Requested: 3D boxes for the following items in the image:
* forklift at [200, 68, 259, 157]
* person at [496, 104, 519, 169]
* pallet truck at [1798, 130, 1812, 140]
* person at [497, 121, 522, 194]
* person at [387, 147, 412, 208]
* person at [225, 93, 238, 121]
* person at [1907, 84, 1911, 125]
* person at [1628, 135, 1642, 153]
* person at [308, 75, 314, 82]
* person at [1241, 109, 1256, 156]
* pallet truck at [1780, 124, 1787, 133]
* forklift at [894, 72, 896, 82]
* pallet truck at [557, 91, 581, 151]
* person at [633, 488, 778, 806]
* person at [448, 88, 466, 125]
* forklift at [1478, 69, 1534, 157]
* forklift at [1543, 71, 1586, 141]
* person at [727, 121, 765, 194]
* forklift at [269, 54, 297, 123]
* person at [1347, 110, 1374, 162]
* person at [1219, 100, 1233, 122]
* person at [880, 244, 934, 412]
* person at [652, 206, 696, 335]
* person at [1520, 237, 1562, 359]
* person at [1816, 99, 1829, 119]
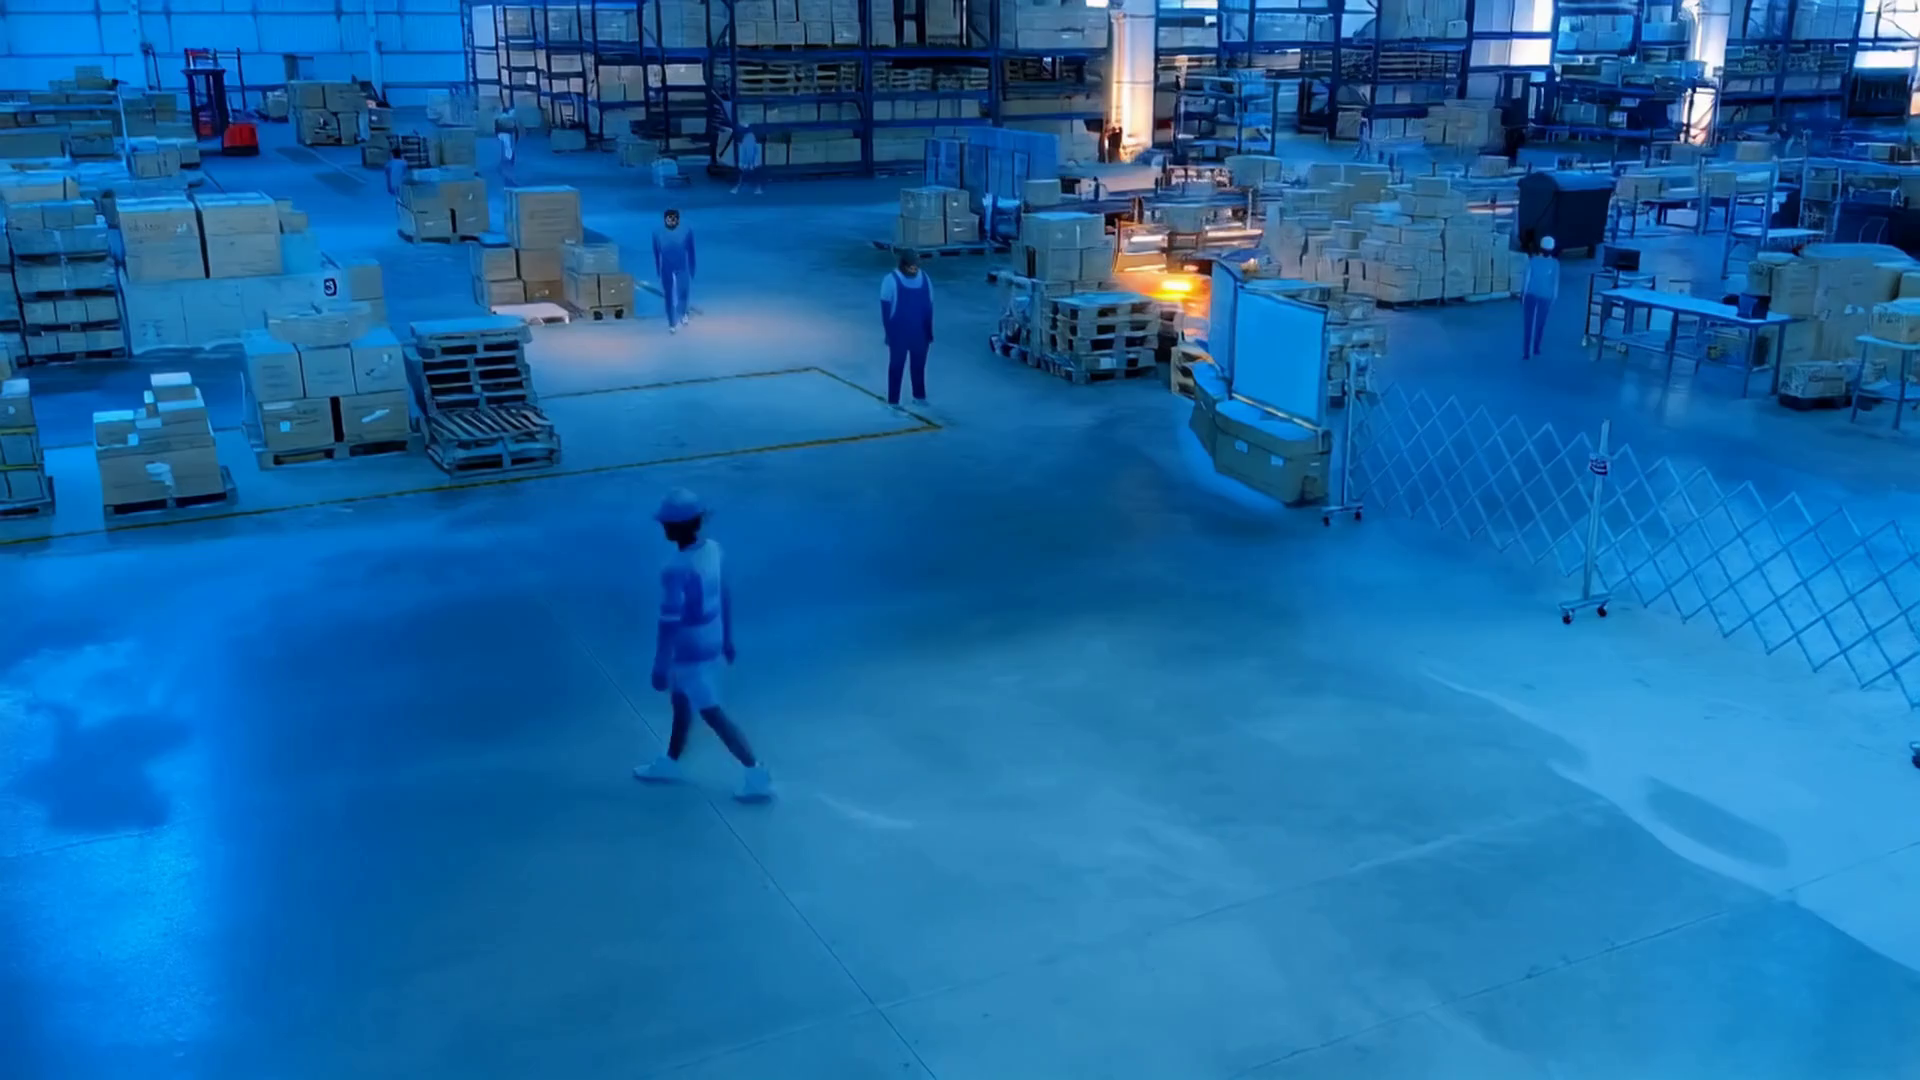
[{"bbox_3d":[-24.373,-14.147,54.938,1.873,2.768,1.129,-9,20,-26],"label":"forklift"},{"bbox_3d":[-13.762,-12.261,50.559,0.613,1.945,0.708,-2,18,-5],"label":"person"},{"bbox_3d":[25.526,-11.556,49.408,1.630,1.274,0.653,-9,20,-26],"label":"pallet truck"},{"bbox_3d":[-11.898,-10.035,43.701,0.618,1.902,0.595,2,18,5],"label":"person"},{"bbox_3d":[-12.874,-8.200,38.346,0.554,1.659,0.797,-2,18,-5],"label":"person"},{"bbox_3d":[-25.058,-14.305,56.986,0.624,1.945,0.734,-3,18,-9],"label":"person"},{"bbox_3d":[39.143,-18.031,68.939,0.503,1.697,0.887,-9,20,-25],"label":"person"},{"bbox_3d":[20.045,-11.754,49.043,0.959,1.900,0.654,5,18,15],"label":"person"},{"bbox_3d":[-28.464,-19.381,72.837,0.936,1.908,0.641,-5,18,-15],"label":"person"},{"bbox_3d":[9.117,-12.870,52.902,0.642,1.648,0.788,2,18,6],"label":"person"},{"bbox_3d":[25.206,-12.542,52.601,1.601,1.201,0.680,0,18,-2],"label":"pallet truck"},{"bbox_3d":[-1.685,-13.187,51.946,1.873,2.768,1.129,-9,20,-26],"label":"forklift"},{"bbox_3d":[-13.495,-14.412,57.188,0.823,1.965,1.885,-3,18,-9],"label":"pallet truck"},{"bbox_3d":[-1.578,0.659,10.212,1.030,2.004,0.633,6,19,17],"label":"person"},{"bbox_3d":[-18.937,-16.116,62.762,0.673,1.878,0.841,5,18,14],"label":"person"},{"bbox_3d":[18.091,-13.879,54.104,1.873,2.768,1.129,-9,20,-26],"label":"forklift"},{"bbox_3d":[18.685,-13.231,52.085,1.873,2.768,1.129,-9,20,-26],"label":"forklift"},{"bbox_3d":[-5.646,-10.055,43.791,1.012,1.875,0.554,0,18,1],"label":"person"},{"bbox_3d":[-28.317,-19.150,70.537,1.873,2.768,1.129,-9,20,-26],"label":"forklift"},{"bbox_3d":[12.717,-12.770,52.619,0.877,1.656,0.539,2,18,6],"label":"person"},{"bbox_3d":[10.659,-17.333,66.522,1.037,1.847,0.657,-6,19,-17],"label":"person"},{"bbox_3d":[-0.595,-2.574,20.214,0.685,2.000,0.535,-9,20,-26],"label":"person"},{"bbox_3d":[-4.314,-4.124,25.271,0.638,1.914,0.854,-1,18,-2],"label":"person"},{"bbox_3d":[8.161,-3.427,23.423,0.523,1.703,0.976,6,19,17],"label":"person"},{"bbox_3d":[28.655,-13.705,55.282,0.605,1.812,0.591,-7,19,-20],"label":"person"}]
